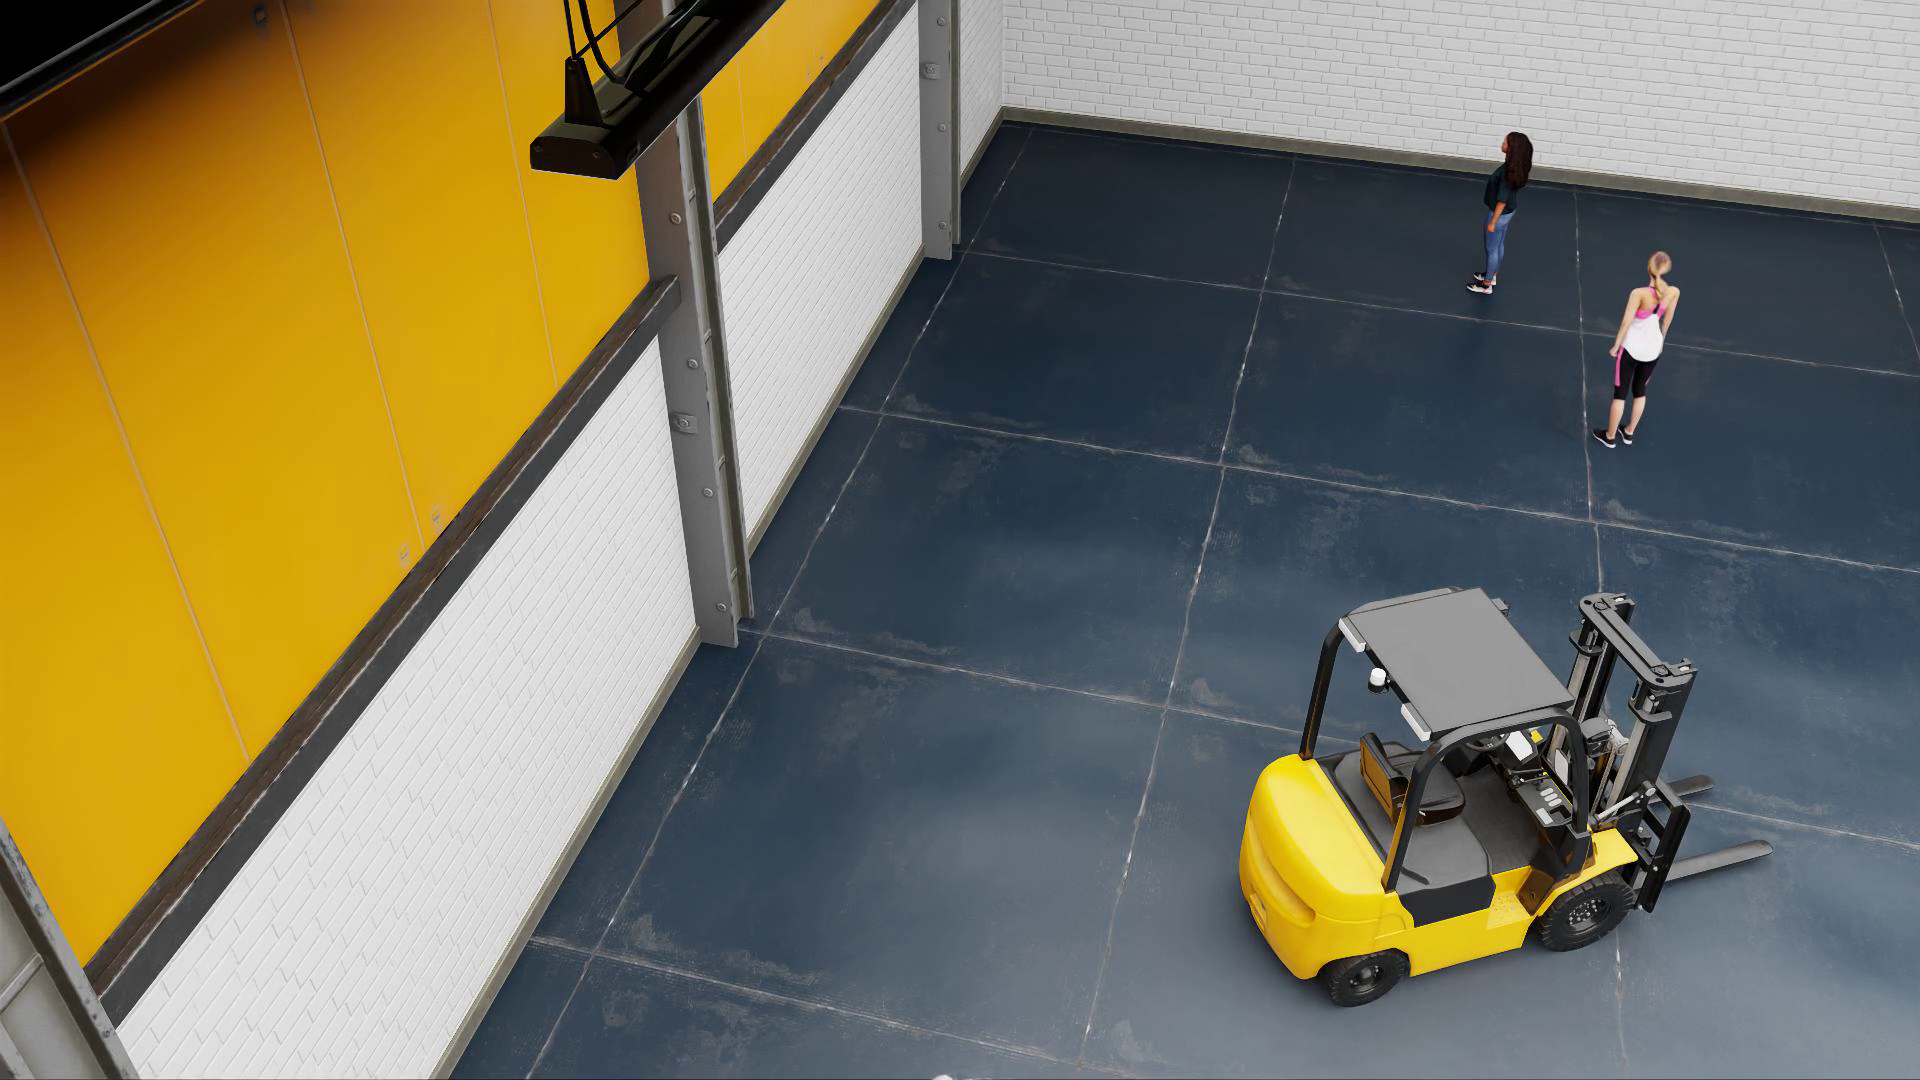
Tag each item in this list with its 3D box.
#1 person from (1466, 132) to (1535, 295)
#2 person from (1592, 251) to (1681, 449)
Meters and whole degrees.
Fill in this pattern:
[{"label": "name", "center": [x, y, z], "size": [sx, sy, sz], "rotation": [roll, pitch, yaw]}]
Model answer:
[{"label": "person", "center": [5.151, -3.121, 15.833], "size": [0.729, 1.617, 0.623], "rotation": [21, 43, 24]}, {"label": "person", "center": [5.616, -1.565, 13.749], "size": [0.676, 1.786, 0.660], "rotation": [-6, 39, -8]}]
